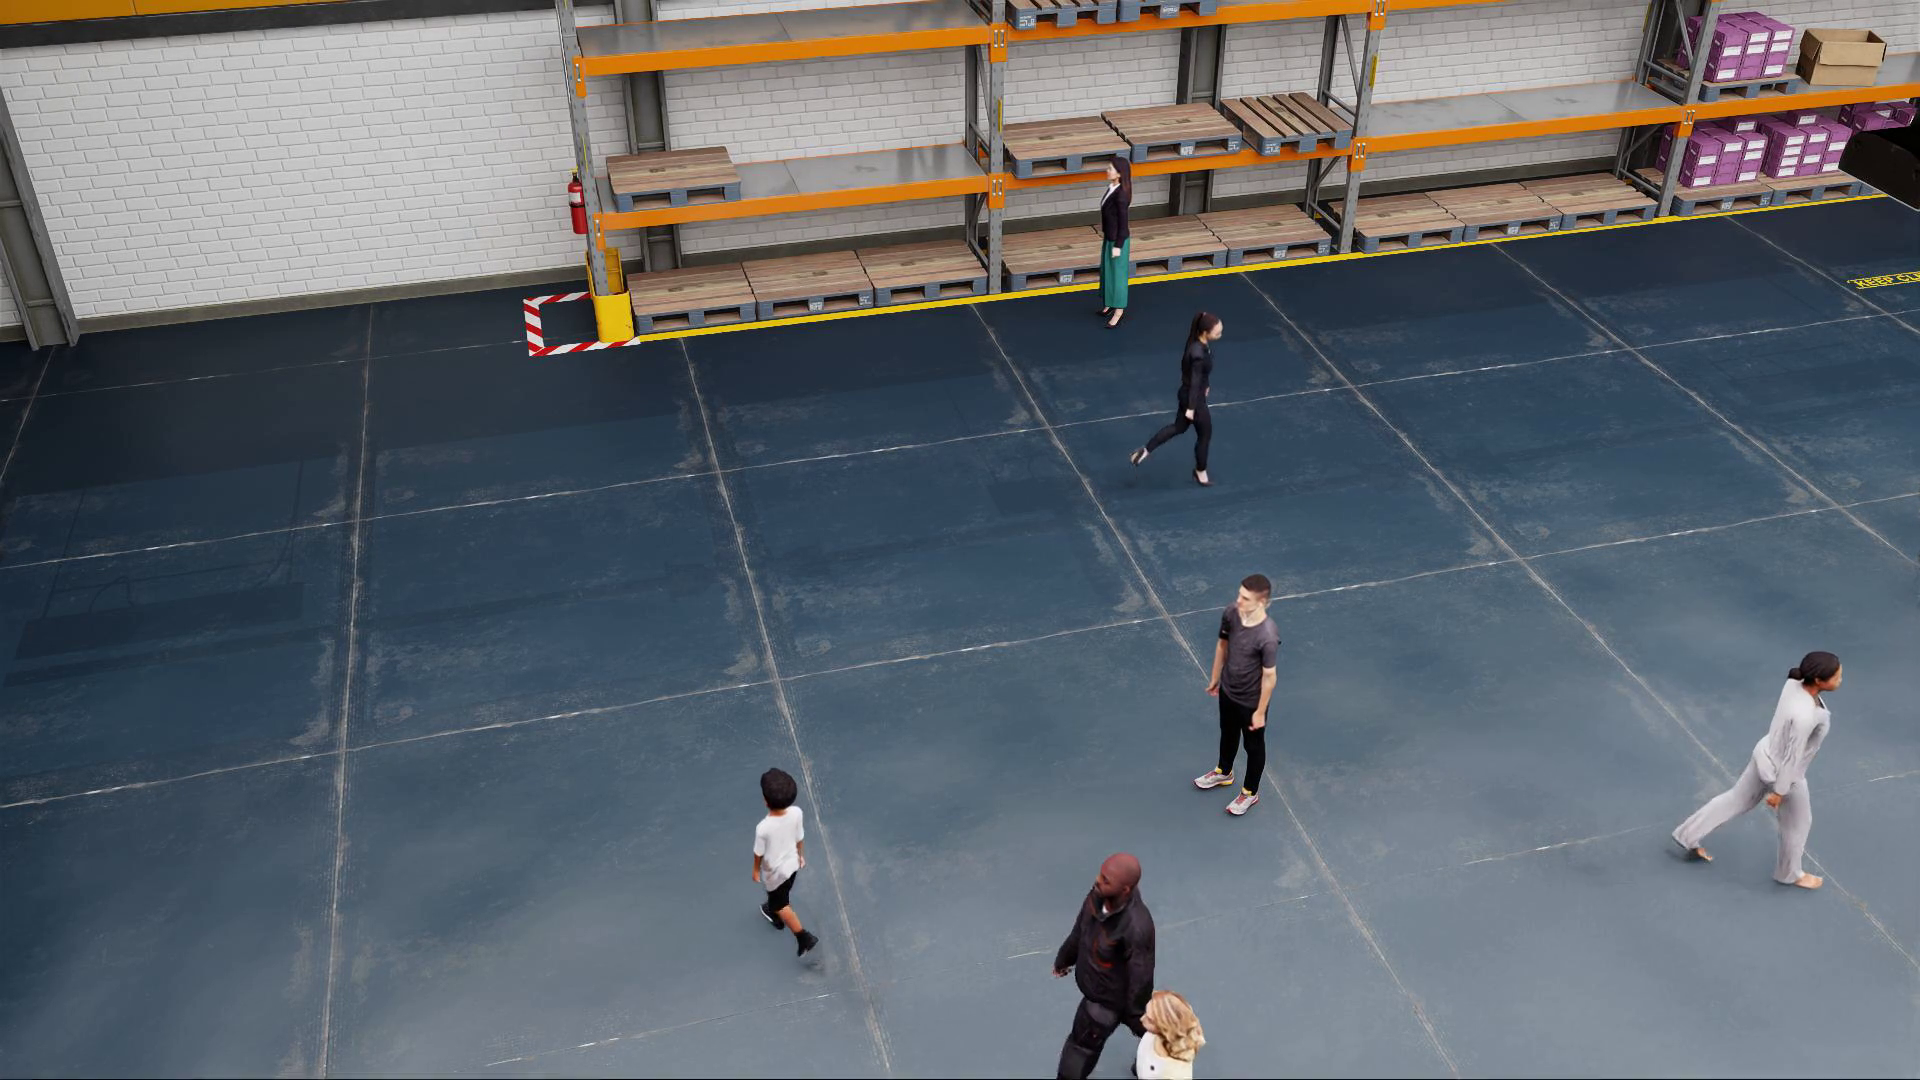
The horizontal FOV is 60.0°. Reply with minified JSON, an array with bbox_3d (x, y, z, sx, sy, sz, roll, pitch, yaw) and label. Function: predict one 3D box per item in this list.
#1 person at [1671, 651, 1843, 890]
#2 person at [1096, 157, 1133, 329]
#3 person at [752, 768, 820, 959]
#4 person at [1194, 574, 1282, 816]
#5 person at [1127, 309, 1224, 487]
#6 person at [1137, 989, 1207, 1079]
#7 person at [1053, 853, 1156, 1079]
[{"bbox_3d":[4.824,1.339,9.964,1.217,1.712,0.987,7,34,11],"label":"person"},{"bbox_3d":[1.537,-2.939,16.376,0.563,1.738,0.656,-4,34,-5],"label":"person"},{"bbox_3d":[-1.009,1.874,9.580,0.809,1.246,0.785,-29,43,-36],"label":"person"},{"bbox_3d":[1.799,0.956,10.494,0.644,1.763,0.699,-20,39,-28],"label":"person"},{"bbox_3d":[1.849,-1.151,13.732,1.067,1.688,0.812,0,34,1],"label":"person"},{"bbox_3d":[1.087,2.737,7.895,1.113,1.674,0.711,-3,34,-5],"label":"person"},{"bbox_3d":[0.880,2.241,8.532,1.222,1.795,0.710,-8,34,-12],"label":"person"}]
